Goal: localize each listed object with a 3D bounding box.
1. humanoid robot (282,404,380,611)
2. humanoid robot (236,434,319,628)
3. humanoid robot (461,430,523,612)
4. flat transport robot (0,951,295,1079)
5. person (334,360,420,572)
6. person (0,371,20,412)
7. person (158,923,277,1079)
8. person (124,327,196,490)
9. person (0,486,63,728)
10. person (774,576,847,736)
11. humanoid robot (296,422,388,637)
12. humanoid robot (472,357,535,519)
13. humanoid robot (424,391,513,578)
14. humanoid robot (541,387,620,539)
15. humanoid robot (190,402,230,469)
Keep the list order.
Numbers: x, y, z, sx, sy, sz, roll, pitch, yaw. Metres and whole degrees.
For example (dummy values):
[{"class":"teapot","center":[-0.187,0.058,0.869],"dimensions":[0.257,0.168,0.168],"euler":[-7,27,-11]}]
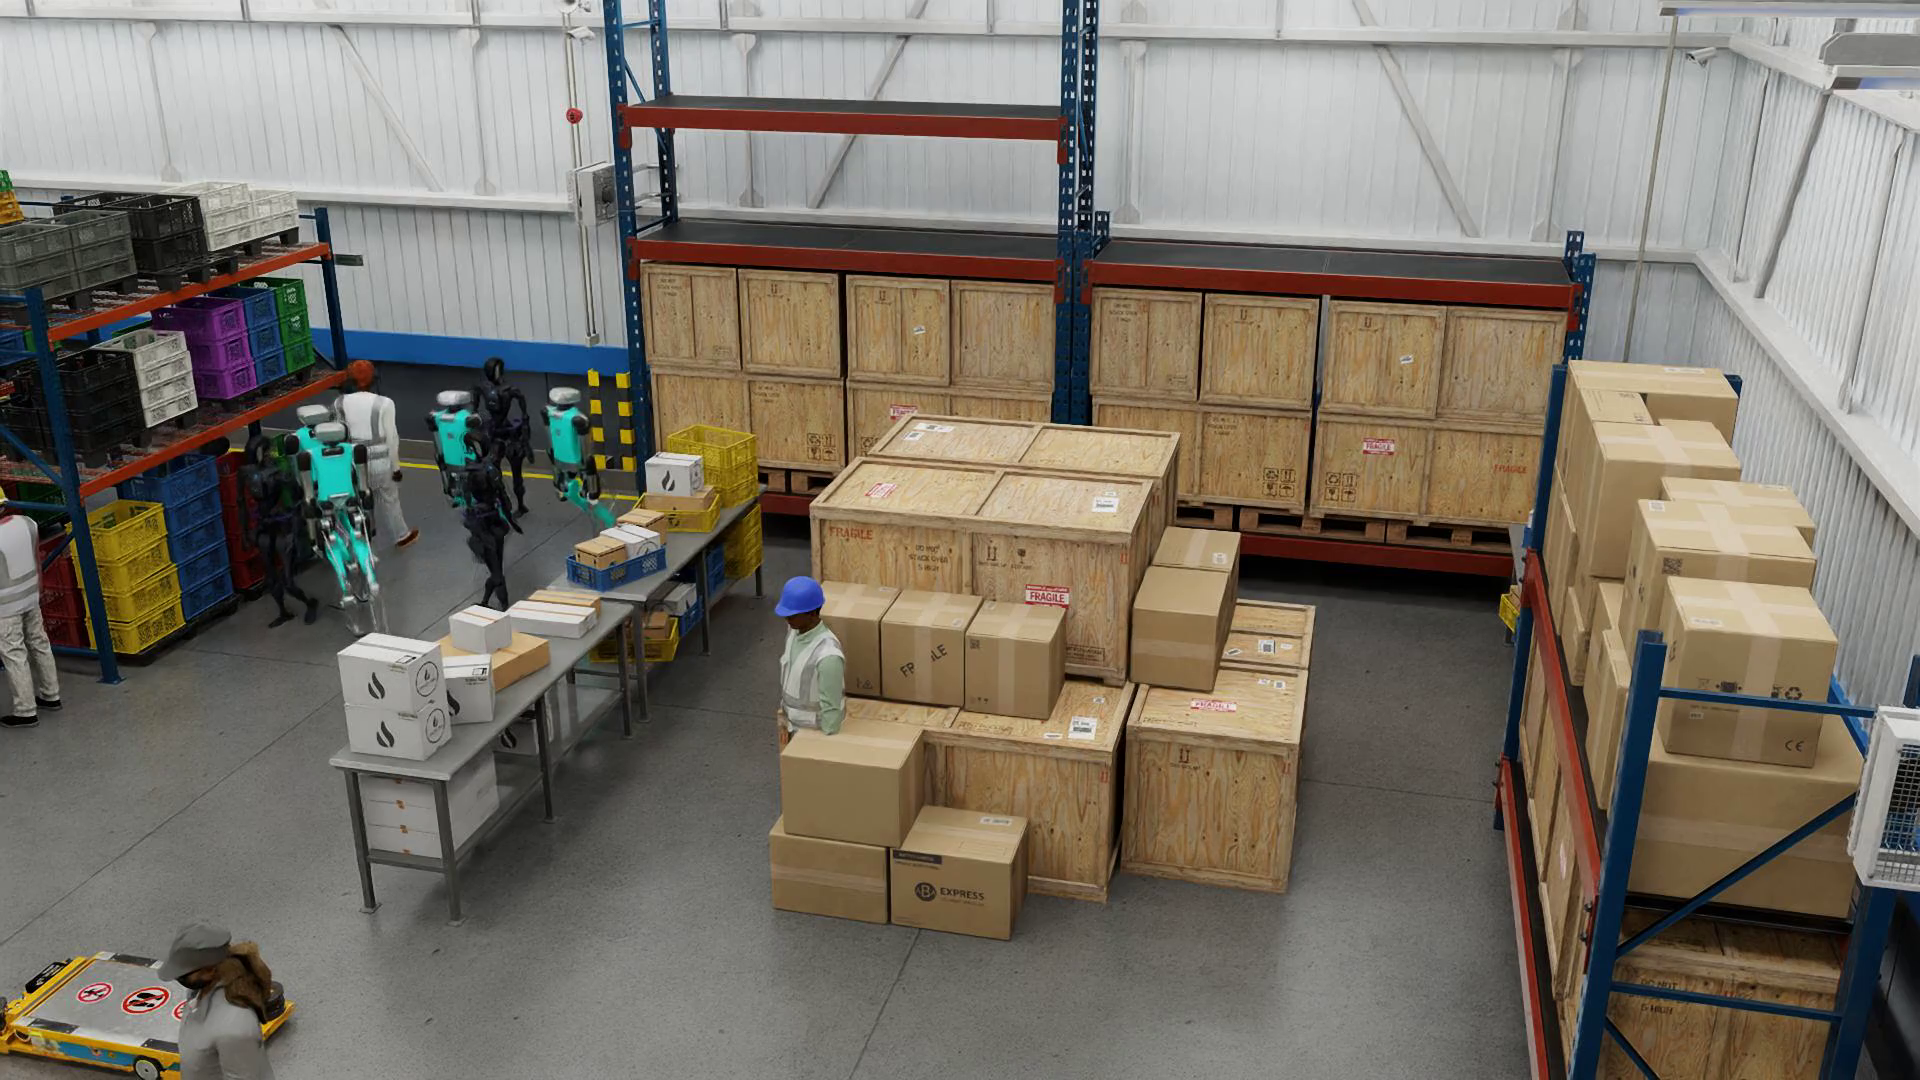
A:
[{"class":"humanoid robot","center":[-4.986,-0.228,13.398],"dimensions":[0.735,1.677,0.533],"euler":[18,27,39]},{"class":"humanoid robot","center":[-5.471,-0.081,13.285],"dimensions":[0.608,1.643,0.373],"euler":[5,21,12]},{"class":"humanoid robot","center":[-3.765,-0.110,13.403],"dimensions":[0.609,1.641,0.599],"euler":[6,22,14]},{"class":"flat transport robot","center":[-4.270,2.464,8.601],"dimensions":[1.431,0.231,0.659],"euler":[5,22,13]},{"class":"person","center":[-5.193,-0.673,14.632],"dimensions":[0.585,1.829,0.966],"euler":[4,21,10]},{"class":"person","center":[-9.514,-1.392,16.486],"dimensions":[0.429,1.844,0.624],"euler":[-2,21,-6]},{"class":"person","center":[-2.970,2.326,6.865],"dimensions":[0.402,1.764,0.563],"euler":[-13,24,-30]},{"class":"person","center":[-7.377,-1.087,15.512],"dimensions":[0.643,1.974,1.013],"euler":[13,24,30]},{"class":"person","center":[-6.694,0.439,11.707],"dimensions":[0.404,1.833,0.589],"euler":[4,21,11]},{"class":"person","center":[-0.872,1.106,9.820],"dimensions":[0.411,1.939,0.602],"euler":[-10,23,-24]},{"class":"humanoid robot","center":[-4.732,0.048,12.928],"dimensions":[0.550,1.801,0.943],"euler":[-12,24,-29]},{"class":"humanoid robot","center":[-4.257,-0.913,15.509],"dimensions":[0.597,1.628,0.718],"euler":[3,21,9]},{"class":"humanoid robot","center":[-4.099,-0.458,14.238],"dimensions":[0.550,1.810,0.764],"euler":[7,22,18]},{"class":"humanoid robot","center":[-3.160,-0.490,14.254],"dimensions":[0.544,1.777,0.678],"euler":[14,25,33]},{"class":"humanoid robot","center":[-7.082,-0.994,15.684],"dimensions":[0.593,1.639,0.388],"euler":[17,27,37]}]
